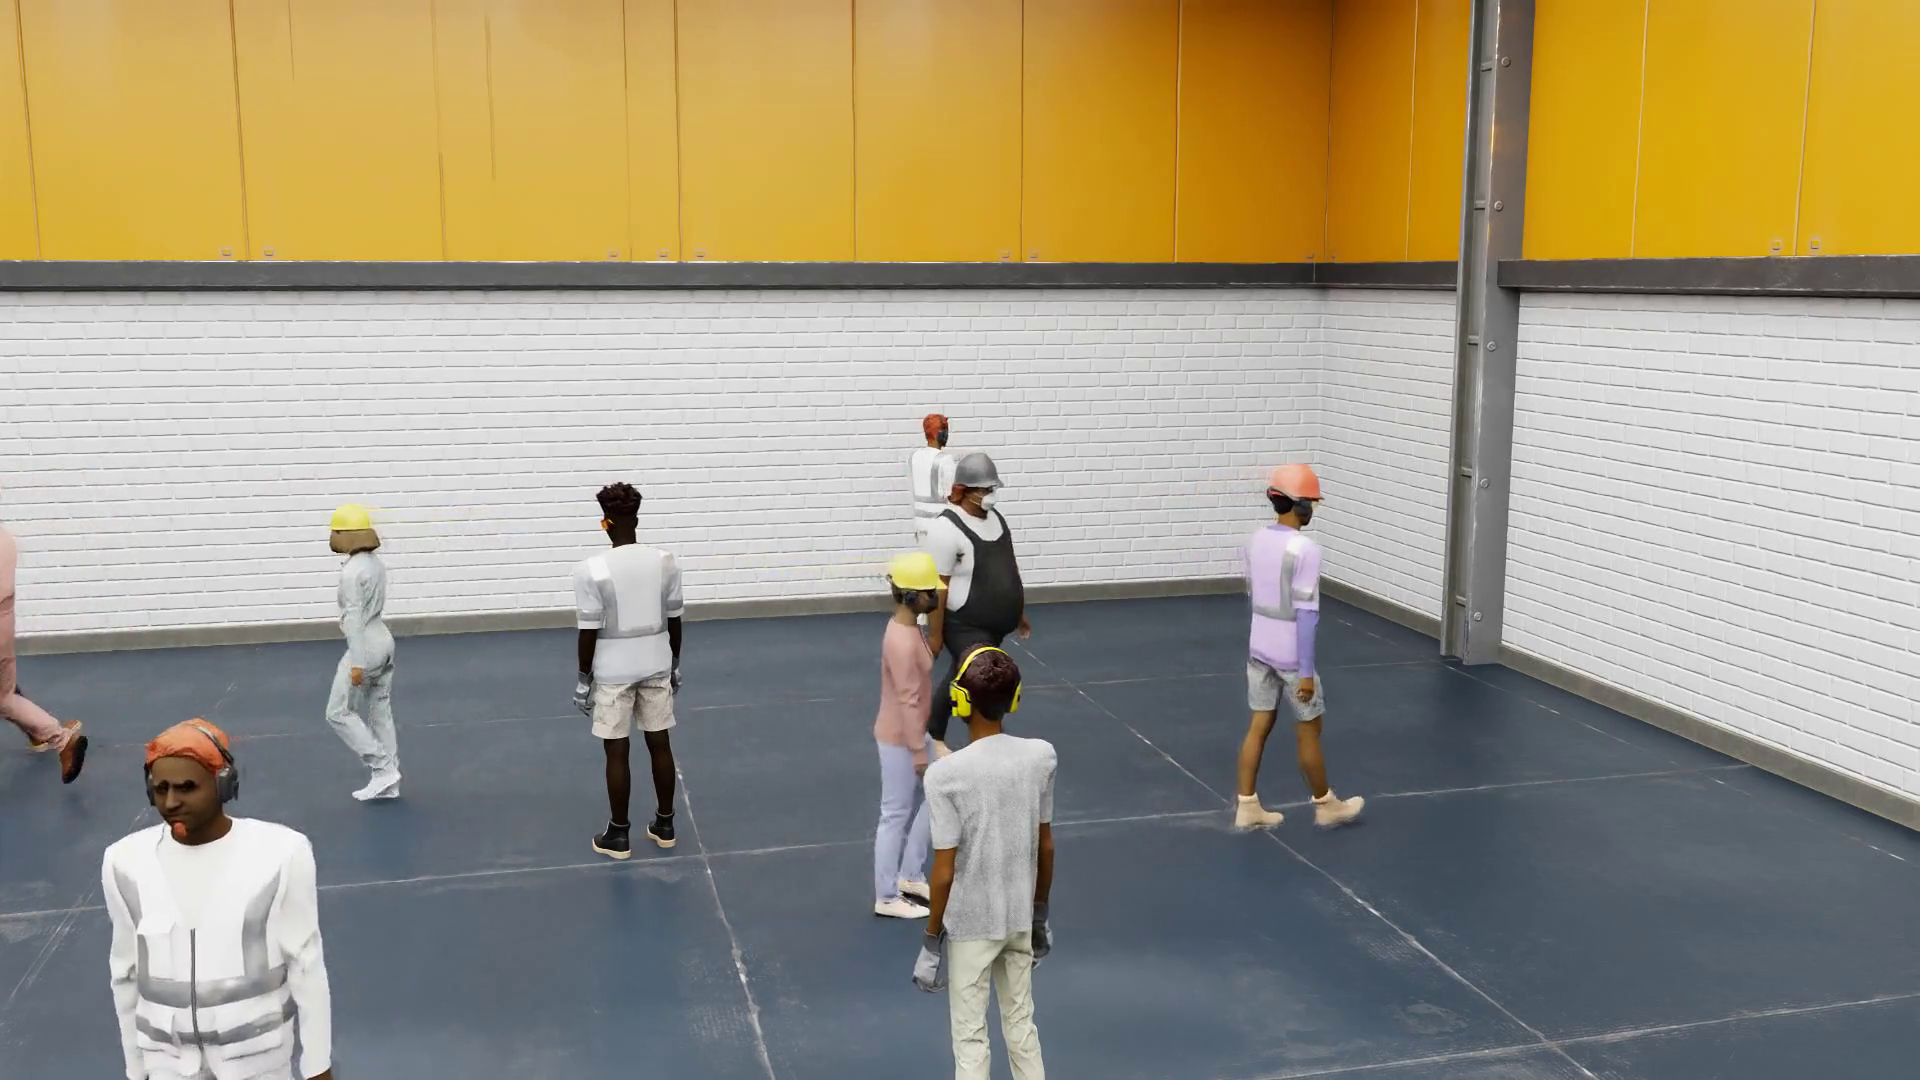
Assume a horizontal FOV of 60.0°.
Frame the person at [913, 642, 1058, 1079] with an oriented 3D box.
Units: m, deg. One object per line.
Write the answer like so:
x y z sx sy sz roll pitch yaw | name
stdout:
0.080 1.249 5.357 0.511 1.872 0.329 -6 11 -35 | person

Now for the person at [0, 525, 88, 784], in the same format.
-5.552 0.573 9.530 0.787 1.887 0.650 -1 9 -7 | person

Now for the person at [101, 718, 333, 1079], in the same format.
-2.015 1.378 4.599 0.583 1.857 0.839 -1 9 -5 | person

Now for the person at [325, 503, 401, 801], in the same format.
-3.412 0.650 9.508 0.388 1.727 0.512 0 9 0 | person

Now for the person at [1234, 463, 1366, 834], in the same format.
1.814 0.593 9.013 0.683 2.031 0.632 -5 10 -27 | person

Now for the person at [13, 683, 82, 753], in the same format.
-6.106 0.403 10.394 1.006 1.939 0.649 -3 9 -16 | person

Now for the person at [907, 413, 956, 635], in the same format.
-0.198 -0.107 13.787 0.356 1.882 0.575 -7 12 -38 | person

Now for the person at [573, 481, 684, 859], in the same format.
-1.721 0.673 8.660 0.603 1.964 0.368 -7 11 -36 | person

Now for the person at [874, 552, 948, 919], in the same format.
-0.194 0.920 7.753 0.485 1.747 0.556 0 9 1 | person

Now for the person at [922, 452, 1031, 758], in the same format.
0.046 0.420 10.000 1.015 2.000 0.689 6 11 31 | person
